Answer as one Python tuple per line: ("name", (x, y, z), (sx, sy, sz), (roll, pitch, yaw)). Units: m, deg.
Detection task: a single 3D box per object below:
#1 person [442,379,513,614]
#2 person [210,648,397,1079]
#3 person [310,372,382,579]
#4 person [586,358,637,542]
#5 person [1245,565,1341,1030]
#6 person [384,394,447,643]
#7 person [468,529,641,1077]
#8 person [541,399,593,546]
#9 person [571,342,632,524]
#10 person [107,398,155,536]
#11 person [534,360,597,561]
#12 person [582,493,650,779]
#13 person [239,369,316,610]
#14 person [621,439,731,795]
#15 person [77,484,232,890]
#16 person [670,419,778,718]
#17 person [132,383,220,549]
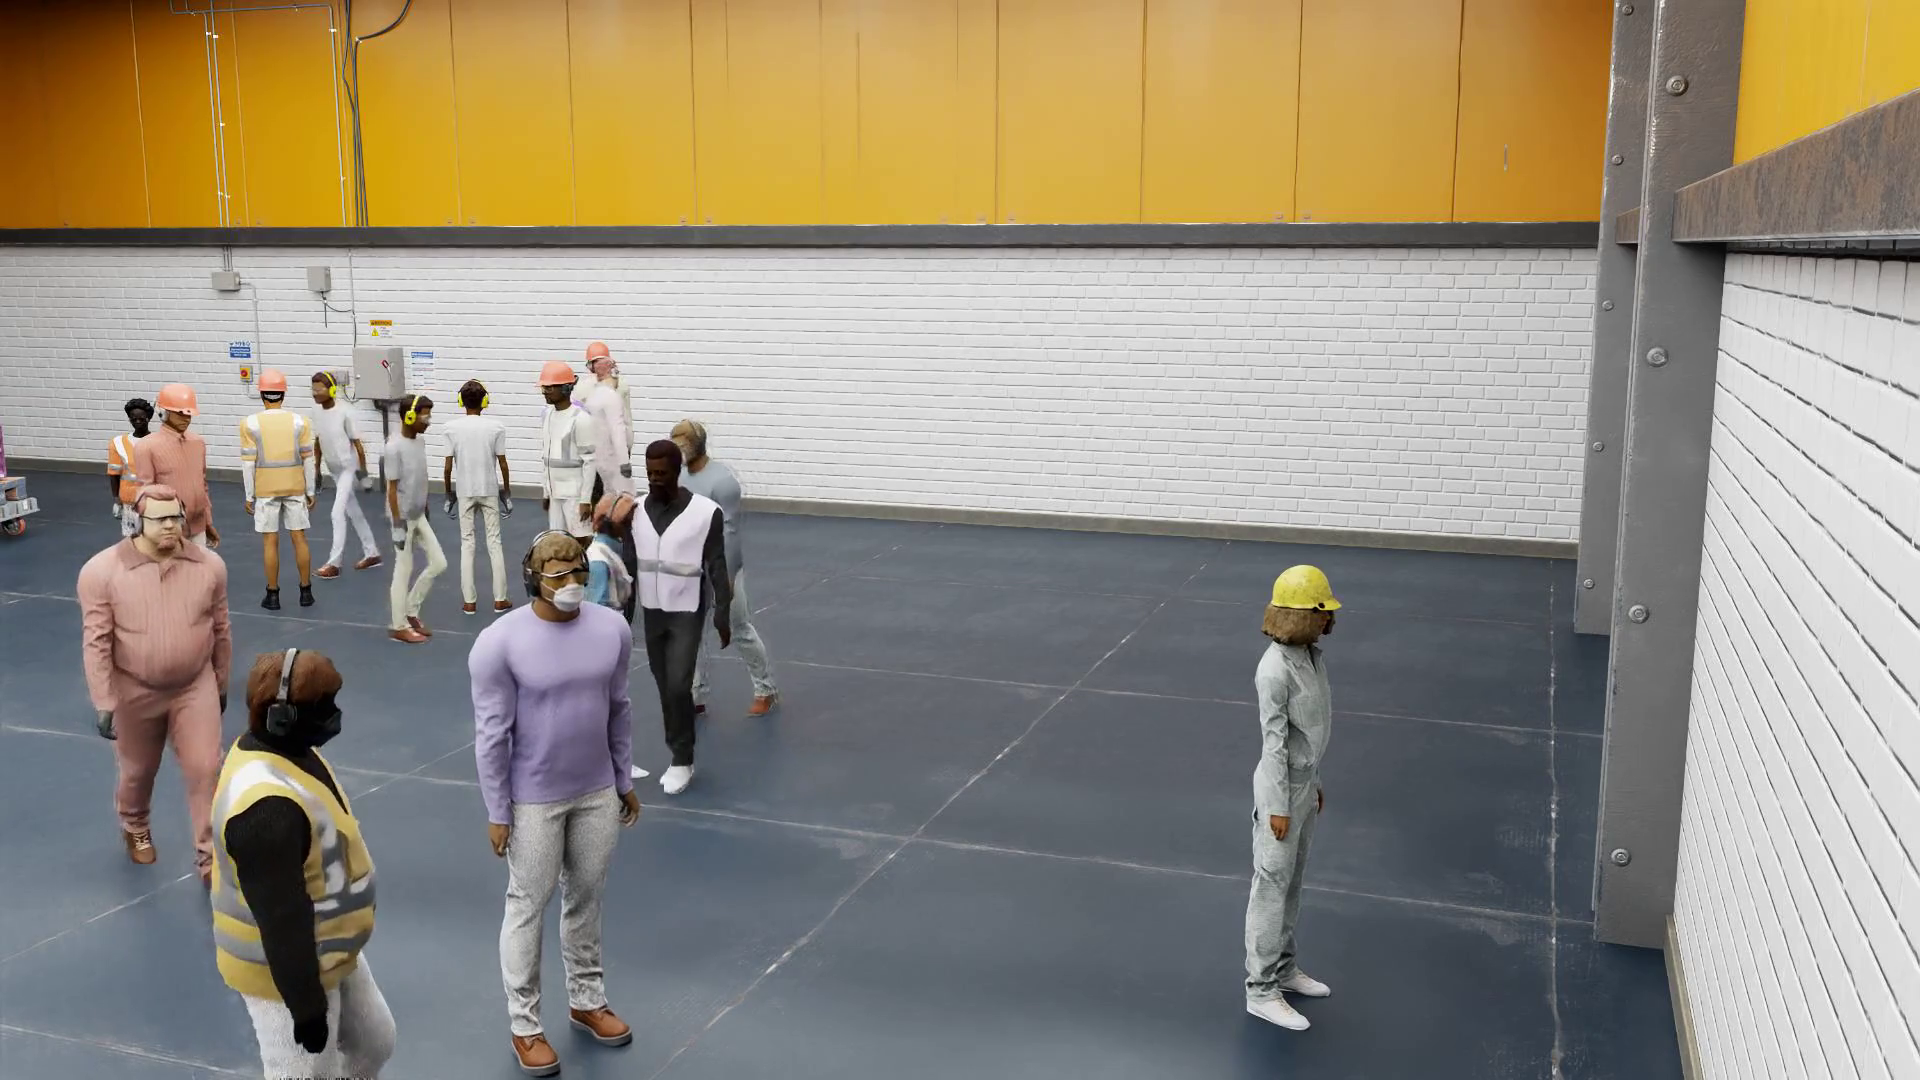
("person", (-3.837, -0.341, 13.227), (0.535, 1.868, 0.309), (-2, 10, -13))
("person", (-1.848, 1.193, 4.711), (0.457, 1.824, 0.633), (-3, 11, -17))
("person", (-5.530, -0.583, 14.743), (0.506, 1.810, 0.908), (7, 12, 33))
("person", (-3.247, -0.744, 15.473), (0.527, 1.880, 0.713), (-5, 11, -26))
("person", (1.268, 0.951, 6.300), (0.294, 1.744, 0.486), (5, 11, 27))
("person", (-4.029, -0.148, 12.201), (0.438, 1.844, 0.615), (2, 10, 11))
("person", (-1.426, 0.913, 5.968), (0.628, 1.939, 0.375), (-10, 14, -44))
("person", (-3.399, -0.562, 14.276), (0.379, 1.937, 0.547), (5, 11, 25))
("person", (-3.472, -0.921, 16.134), (0.611, 1.996, 0.379), (-7, 12, -33))
("person", (-6.606, -0.307, 13.515), (0.540, 1.696, 0.315), (-5, 11, -25))
("person", (-3.068, -0.371, 12.901), (0.611, 2.042, 0.394), (10, 14, 44))
("person", (-1.987, 0.528, 9.032), (0.557, 1.613, 0.557), (0, 10, -1))
("person", (-5.482, -0.406, 13.396), (0.551, 1.937, 0.357), (-6, 12, -31))
("person", (-1.568, 0.414, 8.873), (0.599, 1.898, 0.608), (4, 11, 20))
("person", (-3.665, 0.656, 7.617), (0.643, 1.871, 0.928), (-8, 13, -36))
("person", (-1.467, 0.184, 10.258), (0.741, 1.894, 0.643), (-10, 14, -44))
("person", (-5.369, -0.088, 11.469), (0.393, 1.986, 0.611), (3, 11, 18))
